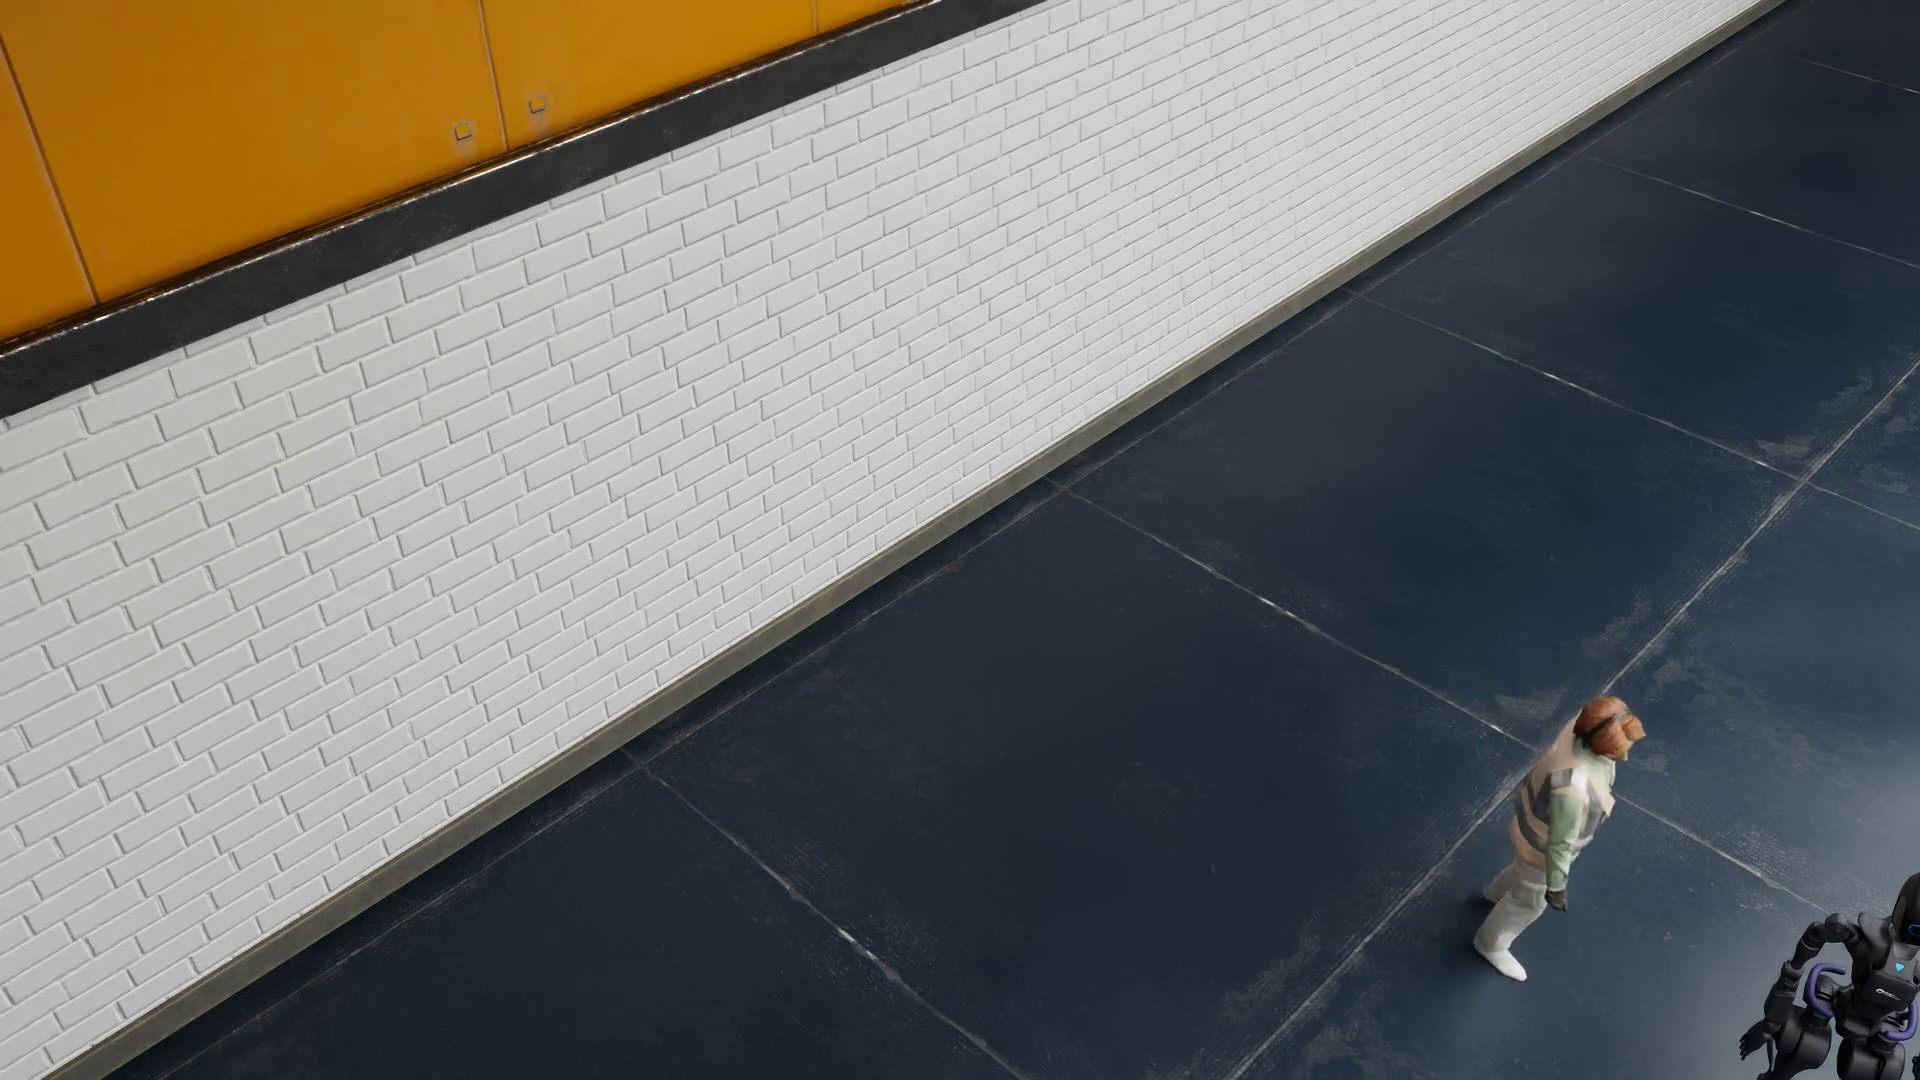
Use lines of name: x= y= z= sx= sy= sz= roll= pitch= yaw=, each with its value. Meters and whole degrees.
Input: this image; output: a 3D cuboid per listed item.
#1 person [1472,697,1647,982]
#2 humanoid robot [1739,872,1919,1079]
person: x=2.294 y=1.141 z=6.412 sx=0.373 sy=1.607 sz=0.584 roll=17 pitch=42 yaw=21
humanoid robot: x=3.020 y=1.701 z=5.654 sx=0.599 sy=1.657 sz=0.315 roll=17 pitch=42 yaw=20
